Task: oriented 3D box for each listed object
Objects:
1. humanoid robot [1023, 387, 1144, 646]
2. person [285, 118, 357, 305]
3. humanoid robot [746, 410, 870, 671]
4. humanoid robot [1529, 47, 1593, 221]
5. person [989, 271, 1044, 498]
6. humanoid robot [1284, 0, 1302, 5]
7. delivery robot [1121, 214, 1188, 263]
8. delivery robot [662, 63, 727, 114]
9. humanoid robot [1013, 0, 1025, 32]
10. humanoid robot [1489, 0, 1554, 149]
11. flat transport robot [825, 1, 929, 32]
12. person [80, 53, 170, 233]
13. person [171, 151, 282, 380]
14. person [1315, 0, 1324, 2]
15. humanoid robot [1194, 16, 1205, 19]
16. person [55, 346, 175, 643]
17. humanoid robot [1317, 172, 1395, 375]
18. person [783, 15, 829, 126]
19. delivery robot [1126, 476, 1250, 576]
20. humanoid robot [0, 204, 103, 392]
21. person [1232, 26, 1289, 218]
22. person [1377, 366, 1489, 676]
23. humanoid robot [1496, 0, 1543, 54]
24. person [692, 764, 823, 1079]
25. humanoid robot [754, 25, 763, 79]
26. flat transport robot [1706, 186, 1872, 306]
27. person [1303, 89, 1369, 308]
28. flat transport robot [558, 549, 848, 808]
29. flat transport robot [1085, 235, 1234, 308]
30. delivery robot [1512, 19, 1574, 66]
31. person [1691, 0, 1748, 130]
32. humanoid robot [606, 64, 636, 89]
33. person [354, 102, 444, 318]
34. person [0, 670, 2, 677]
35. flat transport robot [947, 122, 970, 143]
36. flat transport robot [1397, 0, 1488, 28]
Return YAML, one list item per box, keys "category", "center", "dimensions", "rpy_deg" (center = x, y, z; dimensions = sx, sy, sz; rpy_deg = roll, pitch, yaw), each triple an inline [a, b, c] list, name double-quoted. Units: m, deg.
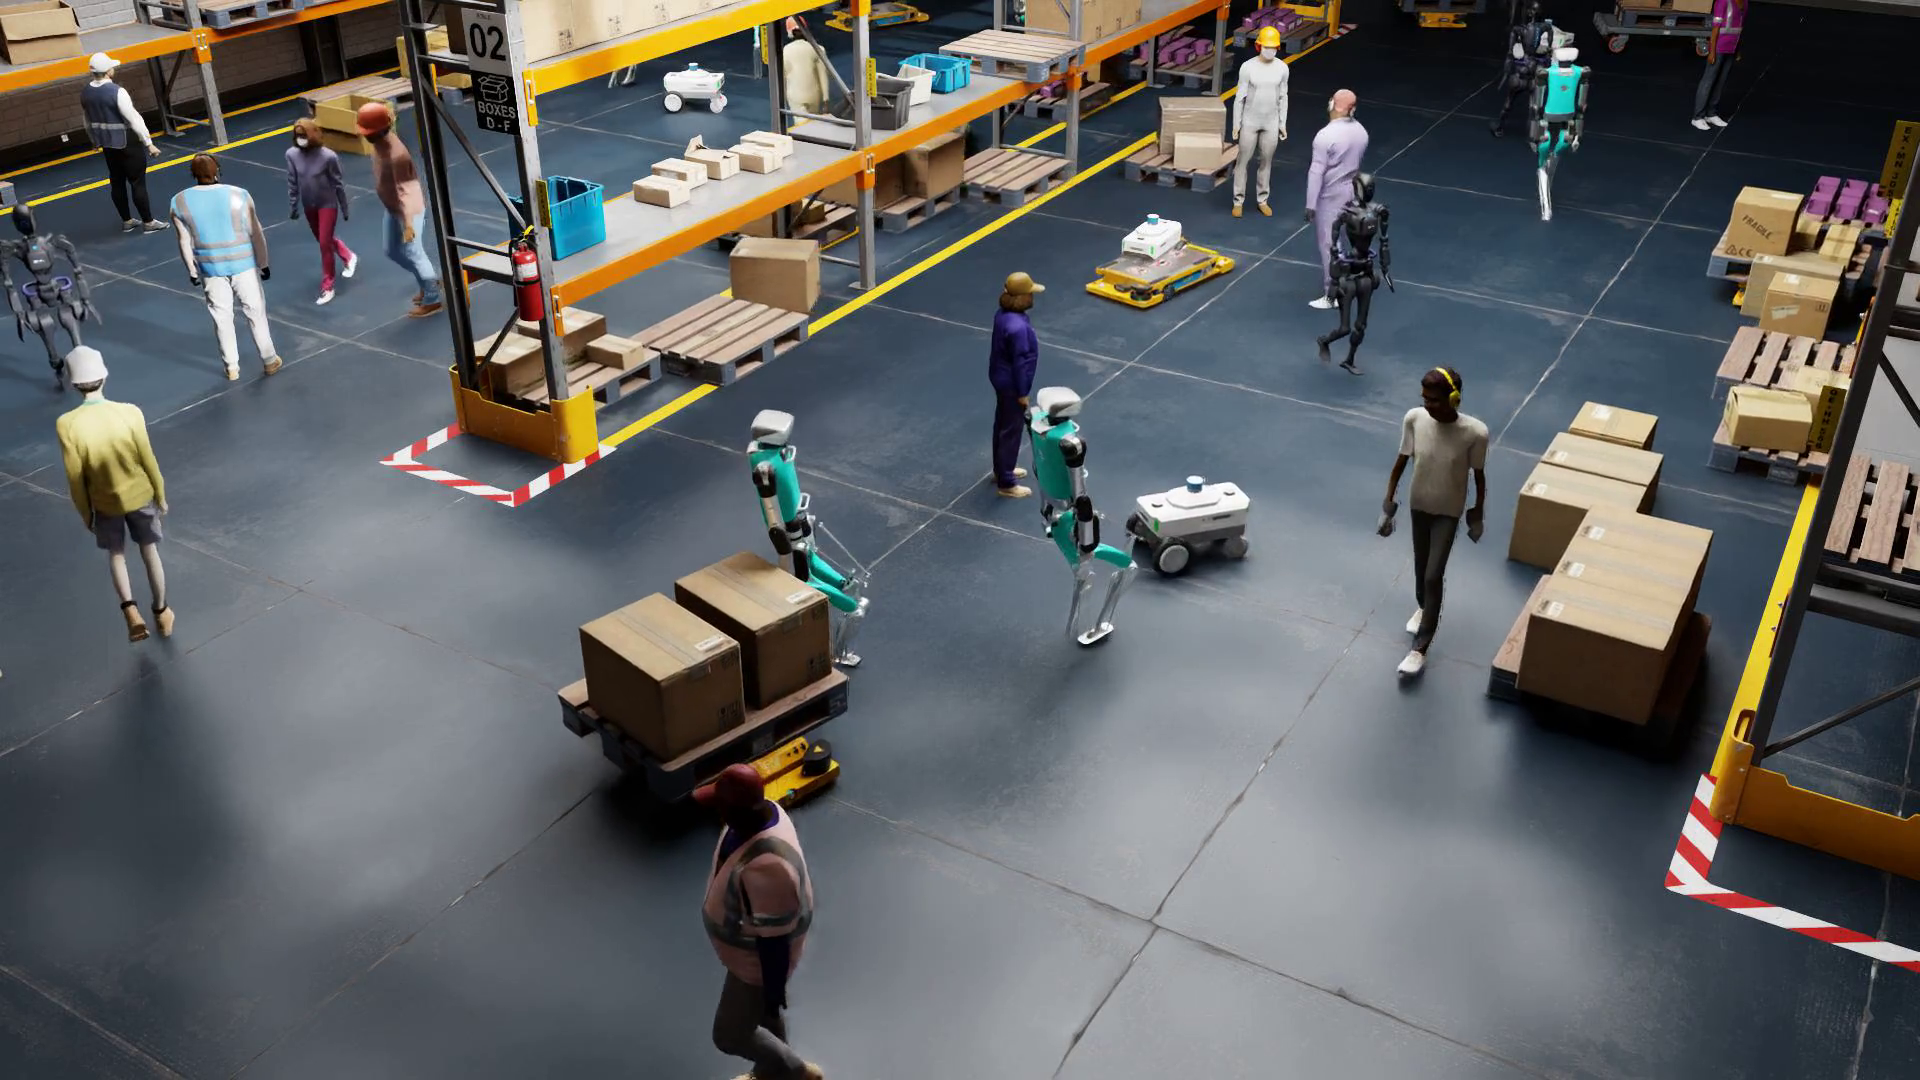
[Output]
- category: "humanoid robot"
  center: [0.775, -0.067, 9.673]
  dimensions: [0.829, 1.867, 0.538]
  rpy_deg: [-14, 33, -24]
- category: "person"
  center: [-5.712, -3.004, 14.901]
  dimensions: [0.500, 1.607, 0.797]
  rpy_deg: [6, 30, 11]
- category: "humanoid robot"
  center: [-0.751, 0.081, 9.294]
  dimensions: [0.774, 1.765, 0.637]
  rpy_deg: [1, 30, 2]
- category: "humanoid robot"
  center: [5.983, -4.161, 16.824]
  dimensions: [0.555, 1.774, 0.978]
  rpy_deg: [6, 30, 10]
- category: "person"
  center: [0.387, -1.078, 11.475]
  dimensions: [0.360, 1.619, 0.459]
  rpy_deg: [-5, 30, -9]
- category: "humanoid robot"
  center: [5.035, -8.727, 24.905]
  dimensions: [0.798, 1.787, 0.548]
  rpy_deg: [12, 32, 21]
- category: "delivery robot"
  center: [1.788, -2.736, 15.492]
  dimensions: [0.499, 0.595, 0.792]
  rpy_deg: [15, 33, 25]
- category: "delivery robot"
  center: [-3.279, -5.568, 20.496]
  dimensions: [0.782, 0.589, 0.499]
  rpy_deg: [2, 30, 4]
- category: "humanoid robot"
  center: [0.975, -7.019, 21.925]
  dimensions: [0.548, 1.837, 0.877]
  rpy_deg: [4, 30, 7]
- category: "humanoid robot"
  center: [6.462, -5.345, 18.998]
  dimensions: [0.608, 1.624, 0.787]
  rpy_deg: [-5, 30, -9]
- category: "flat transport robot"
  center: [-1.225, -7.753, 24.656]
  dimensions: [1.431, 0.231, 0.659]
  rpy_deg: [-21, 36, -33]
- category: "person"
  center: [-8.217, -3.871, 16.274]
  dimensions: [0.750, 1.758, 0.432]
  rpy_deg: [7, 30, 13]
- category: "person"
  center: [-5.801, -2.169, 13.183]
  dimensions: [0.631, 1.840, 0.429]
  rpy_deg: [-10, 31, -16]
- category: "person"
  center: [5.782, -9.176, 25.587]
  dimensions: [0.635, 1.832, 0.429]
  rpy_deg: [20, 35, 31]
- category: "humanoid robot"
  center: [3.602, -8.665, 24.848]
  dimensions: [0.490, 1.645, 0.609]
  rpy_deg: [-25, 38, -37]
- category: "person"
  center: [-4.893, -0.221, 9.706]
  dimensions: [0.490, 1.878, 0.517]
  rpy_deg: [-12, 32, -20]
- category: "humanoid robot"
  center: [3.165, -2.134, 13.290]
  dimensions: [0.594, 1.649, 0.427]
  rpy_deg: [-13, 32, -21]
- category: "person"
  center: [-1.707, -4.801, 18.009]
  dimensions: [0.565, 1.670, 0.969]
  rpy_deg: [-8, 30, -14]
- category: "delivery robot"
  center: [1.497, -0.119, 10.879]
  dimensions: [0.809, 0.611, 0.499]
  rpy_deg: [-9, 31, -16]
- category: "humanoid robot"
  center: [-6.960, -1.816, 12.770]
  dimensions: [0.589, 1.637, 0.748]
  rpy_deg: [-17, 34, -27]
- category: "person"
  center: [3.007, -4.193, 16.709]
  dimensions: [0.561, 1.896, 0.353]
  rpy_deg: [-3, 30, -5]
- category: "person"
  center: [2.717, -0.135, 9.612]
  dimensions: [0.516, 1.816, 0.932]
  rpy_deg: [21, 36, 32]
- category: "humanoid robot"
  center: [7.741, -7.551, 22.868]
  dimensions: [0.608, 1.652, 0.330]
  rpy_deg: [-8, 30, -14]
- category: "person"
  center: [-0.812, 1.612, 6.597]
  dimensions: [0.450, 1.735, 0.637]
  rpy_deg: [-7, 30, -12]
- category: "humanoid robot"
  center: [-2.557, -6.853, 21.661]
  dimensions: [0.541, 1.854, 0.800]
  rpy_deg: [-3, 30, -5]
- category: "flat transport robot"
  center: [7.506, -2.366, 15.126]
  dimensions: [0.659, 0.231, 1.431]
  rpy_deg: [17, 34, 27]
- category: "person"
  center: [3.298, -2.975, 14.594]
  dimensions: [0.519, 1.867, 0.699]
  rpy_deg: [25, 38, 37]
- category: "flat transport robot"
  center: [-1.371, 1.054, 9.076]
  dimensions: [0.659, 0.231, 1.431]
  rpy_deg: [-26, 38, -38]
- category: "flat transport robot"
  center: [1.856, -2.475, 15.320]
  dimensions: [0.659, 0.231, 1.431]
  rpy_deg: [24, 37, 36]
- category: "delivery robot"
  center: [7.946, -6.783, 22.647]
  dimensions: [0.499, 0.592, 0.774]
  rpy_deg: [-22, 36, -34]
- category: "person"
  center: [9.000, -5.779, 19.563]
  dimensions: [0.506, 1.845, 0.338]
  rpy_deg: [-16, 33, -26]
- category: "humanoid robot"
  center: [-4.333, -6.636, 21.194]
  dimensions: [0.554, 1.790, 0.780]
  rpy_deg: [21, 36, 33]
- category: "person"
  center: [-4.794, -2.800, 14.197]
  dimensions: [0.589, 1.942, 0.654]
  rpy_deg: [-22, 36, -33]
- category: "person"
  center: [-5.837, -0.076, 9.364]
  dimensions: [0.370, 1.958, 0.603]
  rpy_deg: [-16, 33, -27]
- category: "flat transport robot"
  center: [-0.269, -4.590, 19.061]
  dimensions: [0.659, 0.231, 1.431]
  rpy_deg: [3, 30, 5]
- category: "flat transport robot"
  center: [7.169, -7.925, 24.961]
  dimensions: [0.659, 0.231, 1.431]
  rpy_deg: [3, 30, 5]
